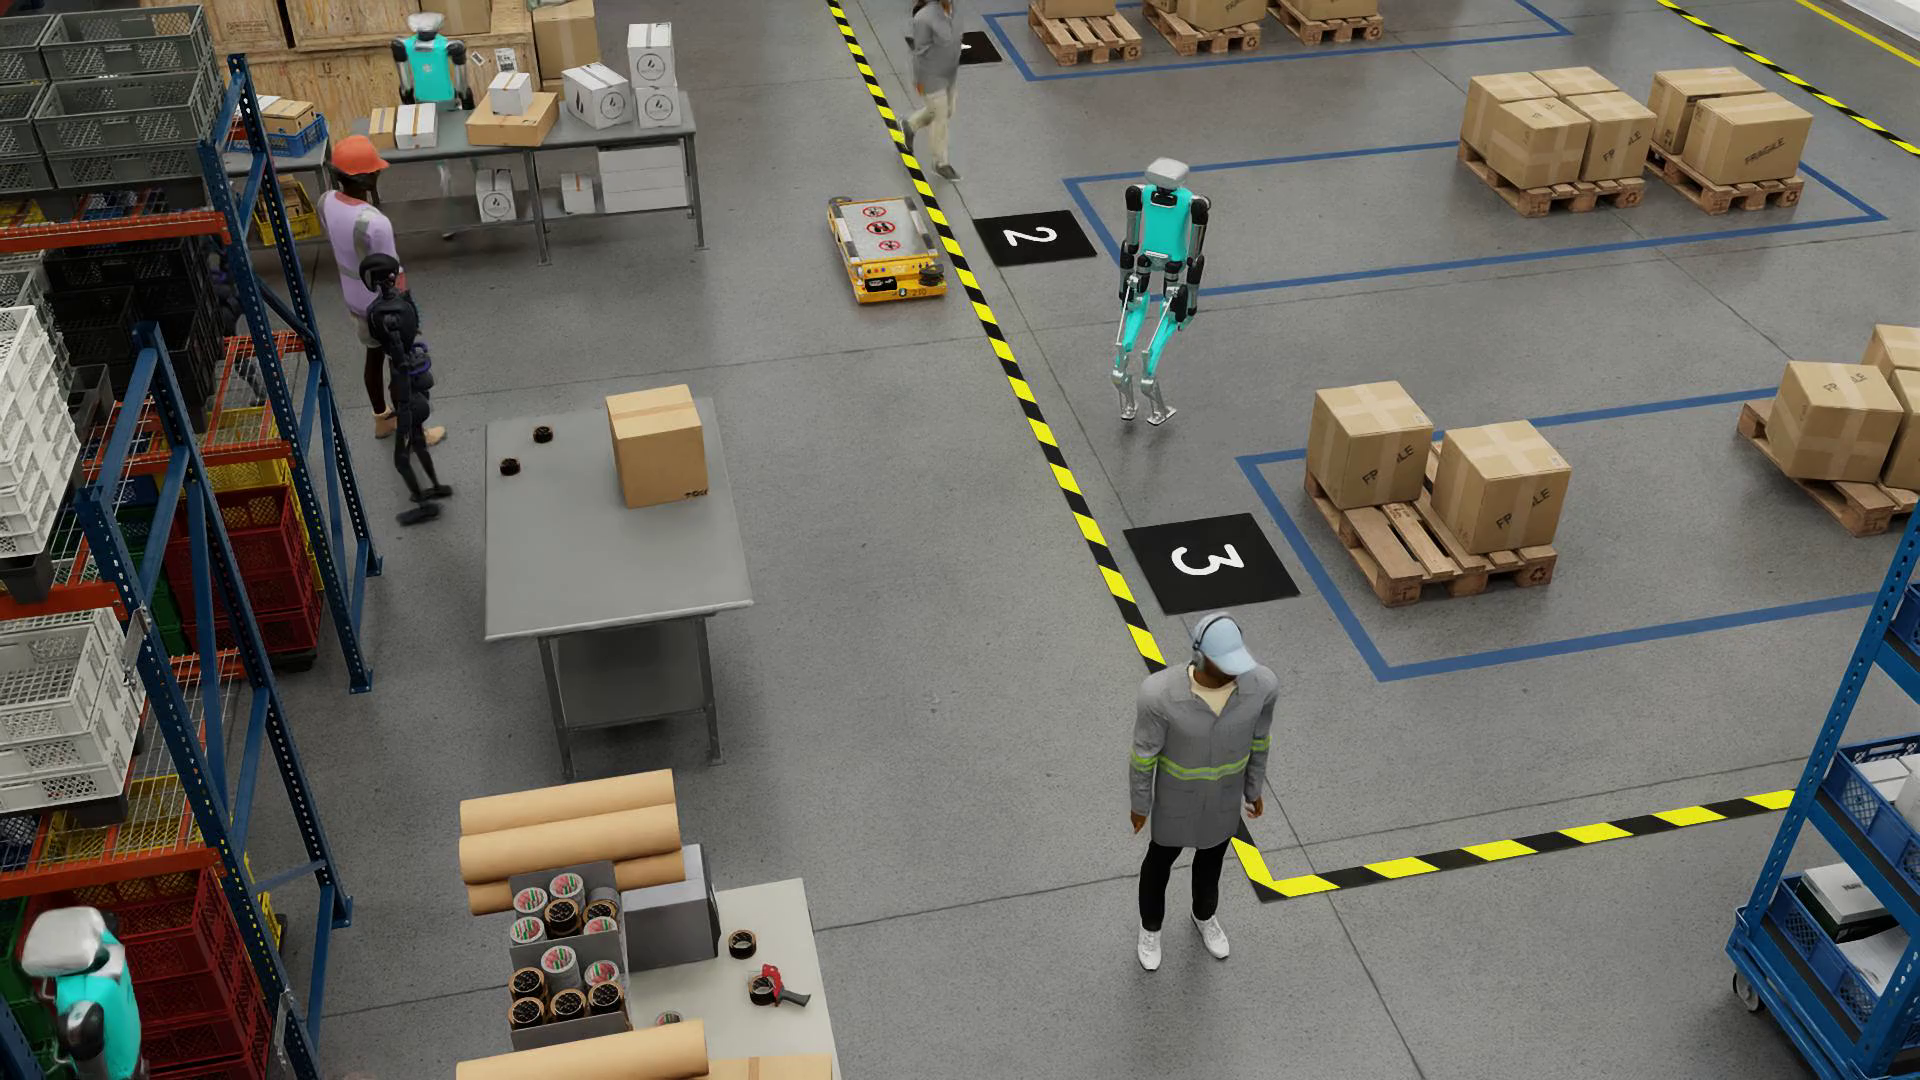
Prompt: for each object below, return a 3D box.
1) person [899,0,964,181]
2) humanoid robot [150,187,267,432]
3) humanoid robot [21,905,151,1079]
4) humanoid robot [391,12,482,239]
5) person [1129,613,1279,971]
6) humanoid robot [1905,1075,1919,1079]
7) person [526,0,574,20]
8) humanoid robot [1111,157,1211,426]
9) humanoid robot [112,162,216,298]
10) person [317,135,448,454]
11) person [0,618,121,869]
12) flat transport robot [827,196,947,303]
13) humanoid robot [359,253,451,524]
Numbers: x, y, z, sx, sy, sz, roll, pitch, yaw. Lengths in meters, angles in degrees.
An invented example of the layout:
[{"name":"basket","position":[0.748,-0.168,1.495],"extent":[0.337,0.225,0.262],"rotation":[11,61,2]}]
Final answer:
[{"name":"person","position":[-0.244,-3.821,13.453],"extent":[0.675,1.748,0.577],"rotation":[23,42,28]},{"name":"humanoid robot","position":[-4.732,-1.473,10.350],"extent":[0.337,1.654,0.593],"rotation":[25,43,29]},{"name":"humanoid robot","position":[-3.175,1.986,5.688],"extent":[0.995,1.771,0.530],"rotation":[-10,38,-13]},{"name":"humanoid robot","position":[-3.863,-3.250,12.729],"extent":[0.565,1.811,0.910],"rotation":[1,37,2]},{"name":"person","position":[0.980,1.043,6.825],"extent":[0.596,1.852,0.376],"rotation":[-6,37,-9]},{"name":"humanoid robot","position":[2.933,2.258,5.341],"extent":[0.571,1.637,0.614],"rotation":[-4,37,-6]},{"name":"person","position":[-3.453,-4.551,14.282],"extent":[0.415,1.932,0.613],"rotation":[24,43,28]},{"name":"humanoid robot","position":[1.136,-1.430,10.133],"extent":[0.533,1.677,0.735],"rotation":[17,40,22]},{"name":"humanoid robot","position":[-5.257,-2.002,11.077],"extent":[0.693,1.626,0.583],"rotation":[17,40,21]},{"name":"person","position":[-3.500,-1.468,10.054],"extent":[0.612,2.035,0.402],"rotation":[25,44,30]},{"name":"person","position":[-4.157,0.774,7.195],"extent":[0.633,1.841,0.429],"rotation":[-16,39,-20]},{"name":"flat transport robot","position":[-0.570,-2.220,12.538],"extent":[0.659,0.231,1.431],"rotation":[-8,37,-10]},{"name":"humanoid robot","position":[-3.189,-0.895,9.568],"extent":[0.323,1.648,0.615],"rotation":[-11,38,-15]}]
